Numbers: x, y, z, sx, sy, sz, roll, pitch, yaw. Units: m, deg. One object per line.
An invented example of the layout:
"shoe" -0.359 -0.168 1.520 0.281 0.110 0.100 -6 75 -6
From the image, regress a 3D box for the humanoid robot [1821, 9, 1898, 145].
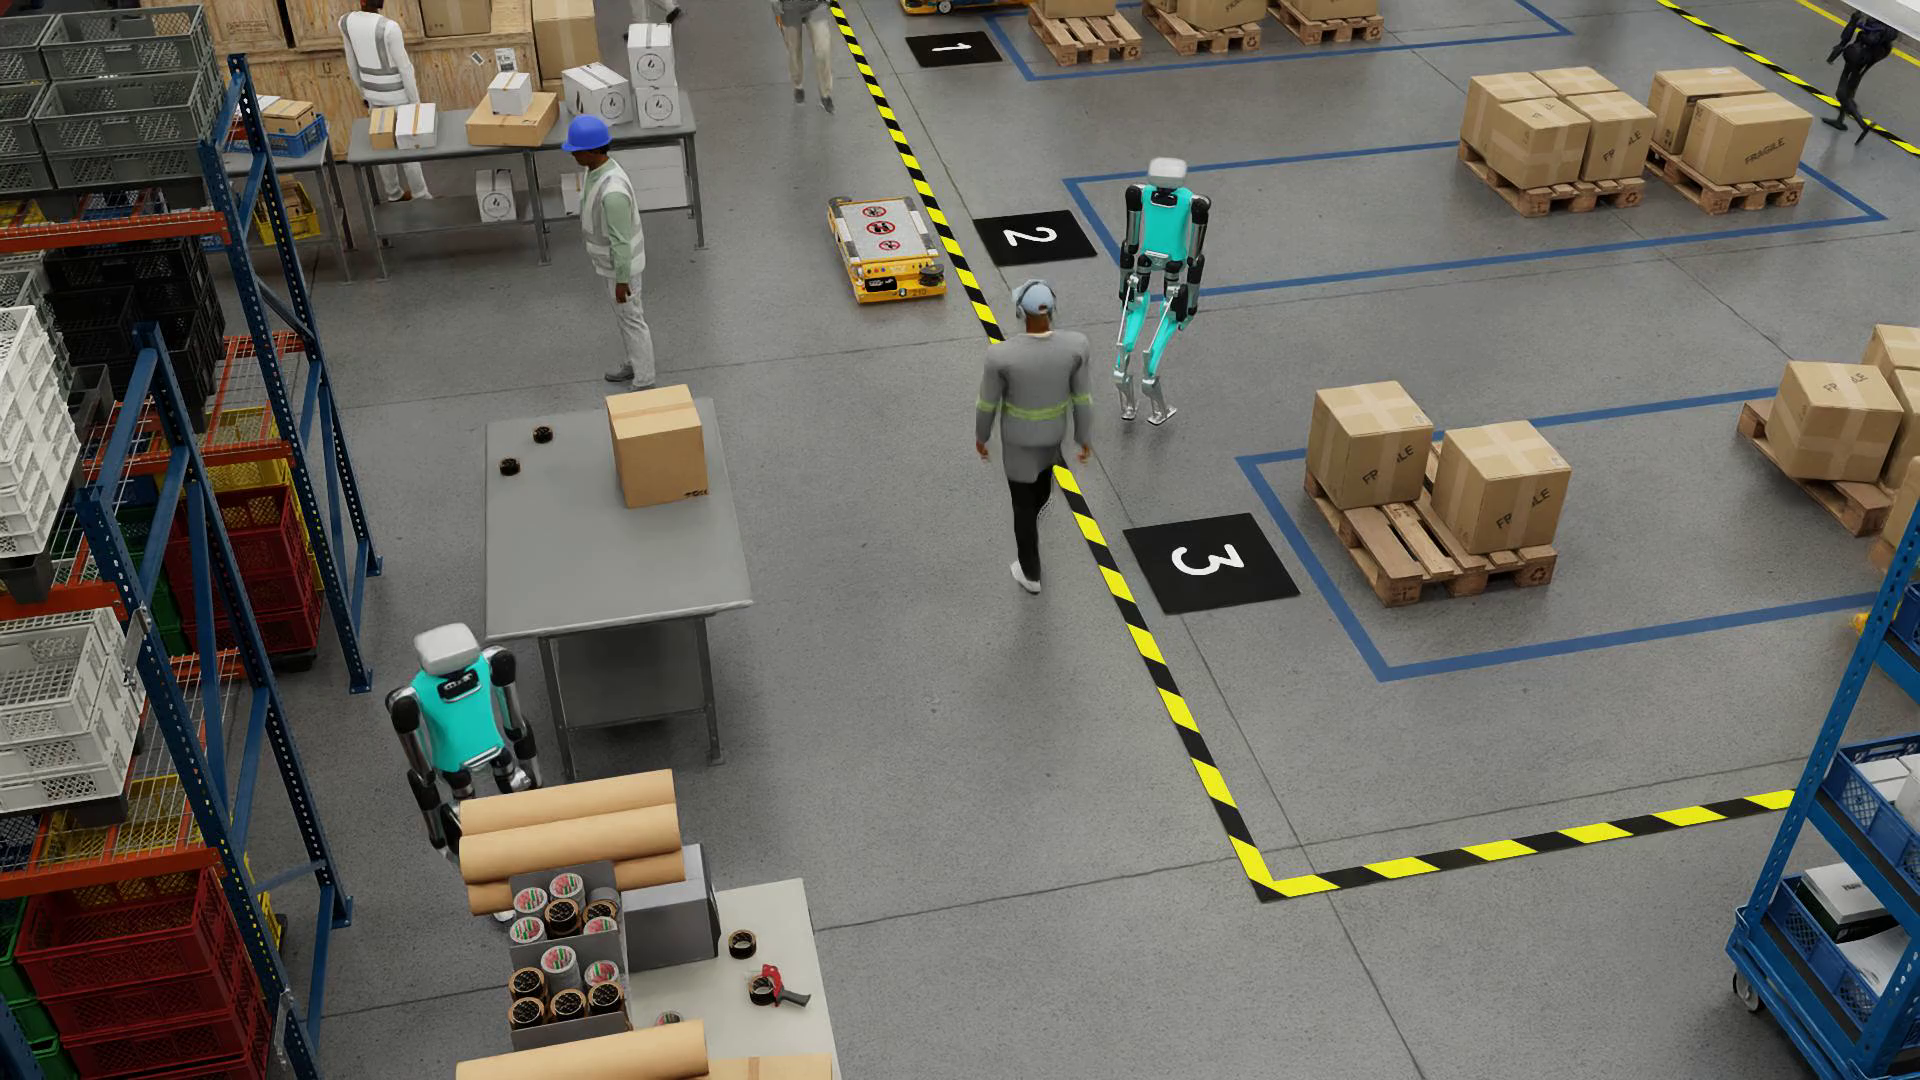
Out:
"humanoid robot" 7.727 -4.194 14.021 0.591 1.632 0.600 -15 39 -19

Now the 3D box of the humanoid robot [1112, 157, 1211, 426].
"humanoid robot" 1.140 -1.433 10.133 0.533 1.681 0.735 17 40 21

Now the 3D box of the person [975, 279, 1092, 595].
"person" 0.367 -0.639 9.125 0.615 1.811 0.868 -10 38 -13

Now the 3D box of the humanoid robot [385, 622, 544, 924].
"humanoid robot" -1.824 1.194 6.762 0.540 1.749 1.046 -28 45 -33

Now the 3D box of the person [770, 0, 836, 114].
"person" -1.362 -4.588 14.475 0.568 1.747 0.704 -8 37 -10

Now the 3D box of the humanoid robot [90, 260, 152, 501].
"humanoid robot" -4.888 -0.891 9.571 0.584 1.638 0.452 25 44 30

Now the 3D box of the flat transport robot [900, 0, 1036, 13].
"flat transport robot" 0.088 -5.684 17.169 1.431 0.197 0.652 -8 37 -10

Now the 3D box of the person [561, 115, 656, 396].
"person" -2.201 -1.772 10.539 0.422 1.939 0.606 -13 39 -17

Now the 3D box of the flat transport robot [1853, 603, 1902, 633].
"flat transport robot" 5.630 0.484 8.880 1.431 0.197 0.652 -8 37 -10

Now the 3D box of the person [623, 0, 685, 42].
"person" -3.058 -5.656 15.868 0.595 1.802 0.619 2 37 3

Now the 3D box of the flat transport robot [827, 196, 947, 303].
"flat transport robot" -0.570 -2.220 12.538 0.659 0.231 1.431 -8 37 -10

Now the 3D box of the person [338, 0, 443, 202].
"person" -4.388 -3.414 12.787 0.572 1.886 0.354 15 39 19

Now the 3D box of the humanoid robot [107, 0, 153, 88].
"humanoid robot" -7.228 -4.714 14.729 0.615 1.633 0.722 -7 37 -9
